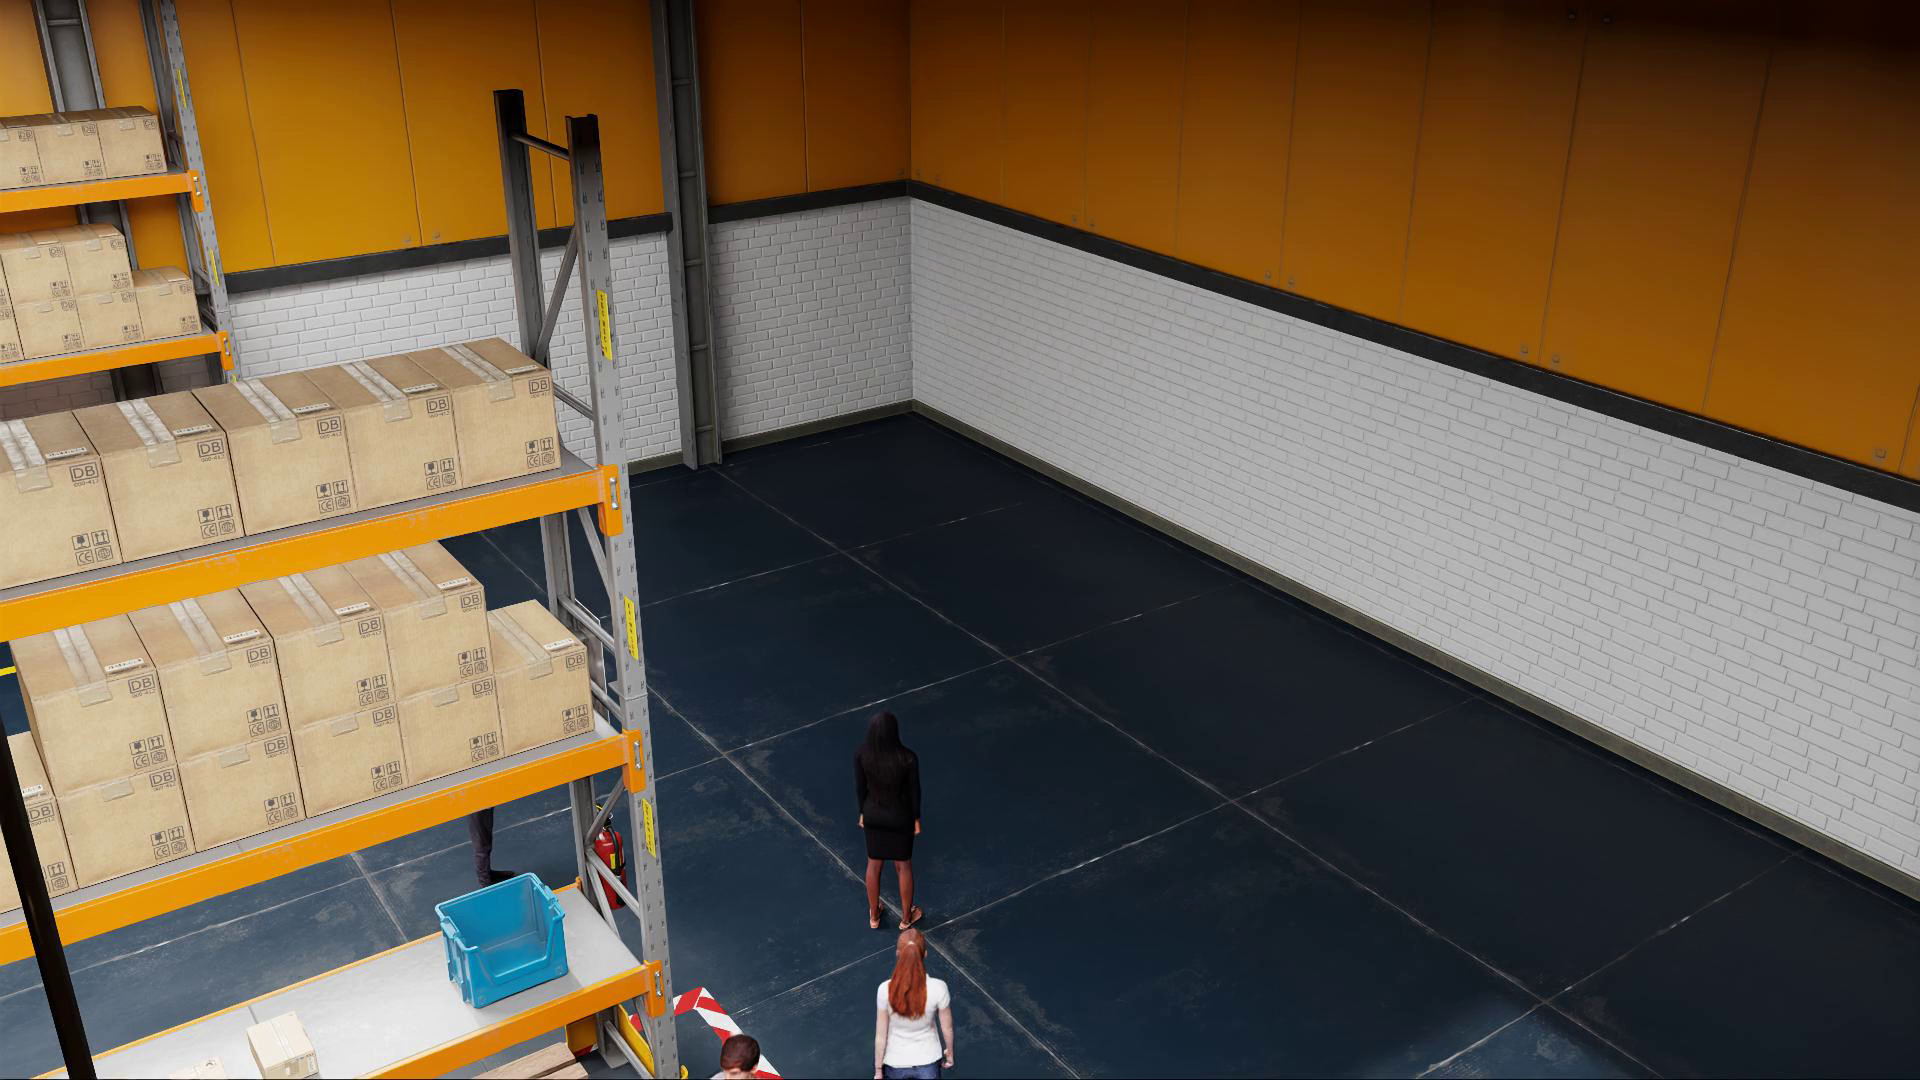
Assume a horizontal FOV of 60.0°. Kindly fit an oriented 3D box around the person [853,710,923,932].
[{"bbox_3d":[-0.497,1.933,11.547,0.676,1.719,0.728,5,24,11],"label":"person"}]

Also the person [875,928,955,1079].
[{"bbox_3d":[-0.269,2.974,9.179,1.054,1.706,1.026,0,24,0],"label":"person"}]
